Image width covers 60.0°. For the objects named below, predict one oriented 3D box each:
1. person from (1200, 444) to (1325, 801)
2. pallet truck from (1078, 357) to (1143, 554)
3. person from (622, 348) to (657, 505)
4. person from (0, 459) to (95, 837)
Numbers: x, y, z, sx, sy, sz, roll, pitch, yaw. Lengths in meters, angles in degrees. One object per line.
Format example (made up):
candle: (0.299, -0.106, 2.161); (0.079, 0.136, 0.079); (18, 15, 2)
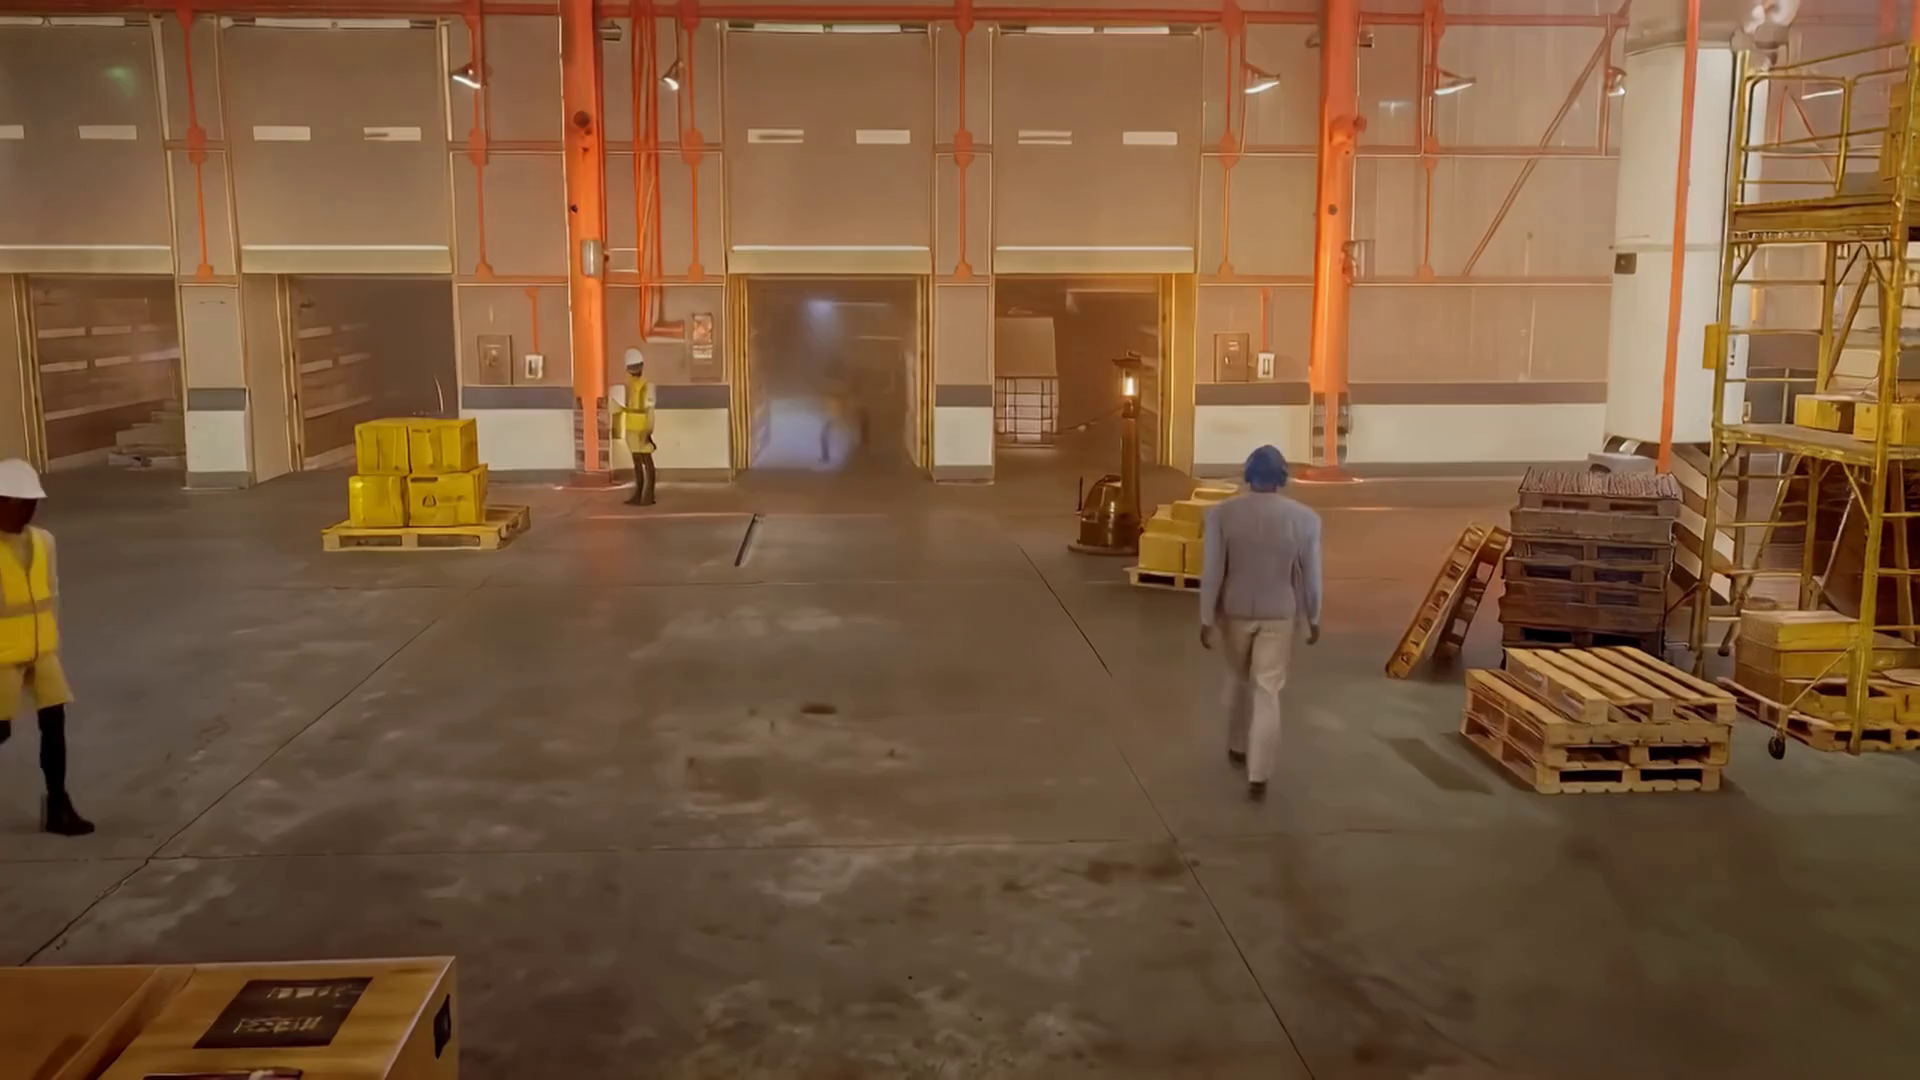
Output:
person: (1.676, 0.414, 9.218); (0.663, 1.894, 0.966); (2, 9, 12)
pallet truck: (2.088, -0.836, 16.757); (1.885, 1.965, 0.823); (2, 9, 13)
person: (-3.959, -1.388, 20.448); (0.544, 1.930, 0.388); (9, 13, 44)
person: (-4.789, 0.540, 8.371); (0.800, 1.918, 0.557); (4, 10, 25)
